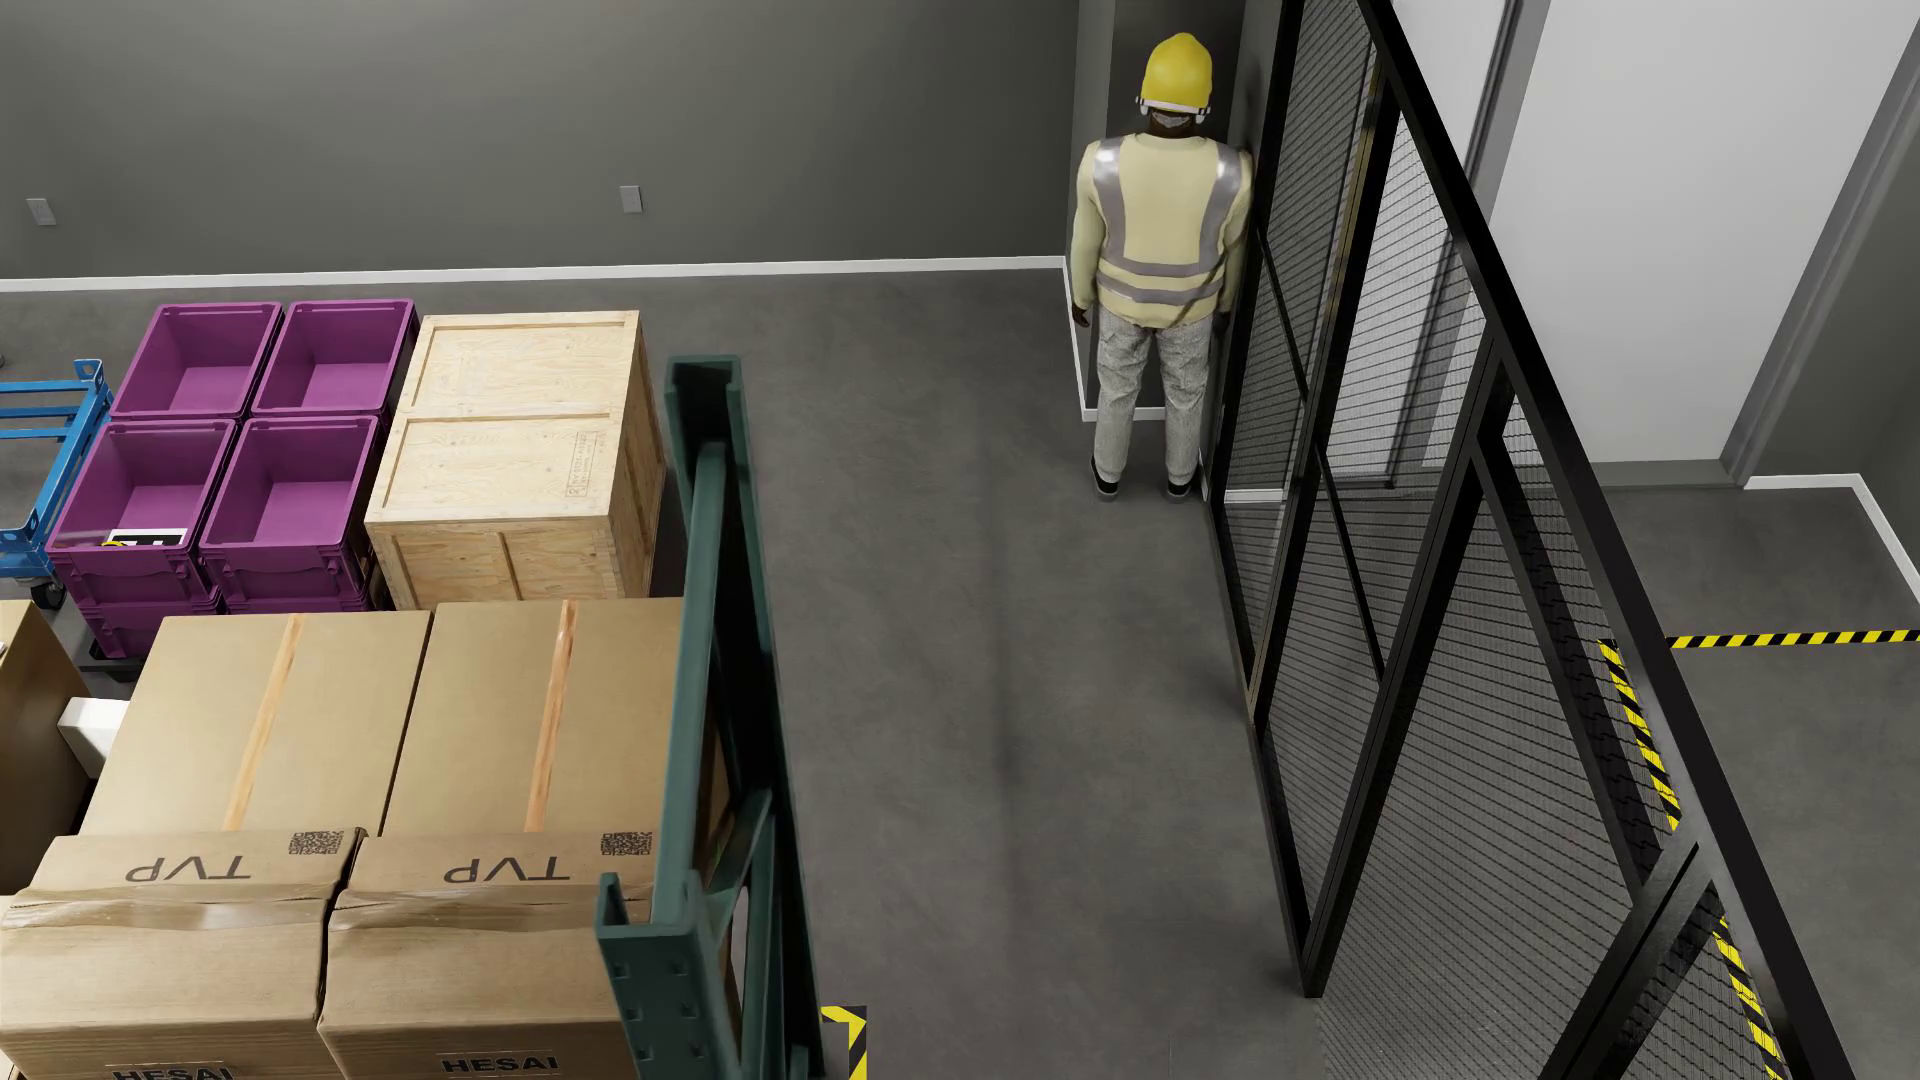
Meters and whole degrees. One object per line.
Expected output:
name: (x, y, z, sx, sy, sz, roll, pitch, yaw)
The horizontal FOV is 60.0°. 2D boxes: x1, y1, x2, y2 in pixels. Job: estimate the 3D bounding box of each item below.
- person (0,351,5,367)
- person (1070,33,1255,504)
person: (-4.036, -1.274, 5.972, 0.370, 1.940, 0.627, -3, 46, -3)
person: (0.668, -0.860, 5.648, 0.590, 1.835, 0.404, 5, 47, 5)
